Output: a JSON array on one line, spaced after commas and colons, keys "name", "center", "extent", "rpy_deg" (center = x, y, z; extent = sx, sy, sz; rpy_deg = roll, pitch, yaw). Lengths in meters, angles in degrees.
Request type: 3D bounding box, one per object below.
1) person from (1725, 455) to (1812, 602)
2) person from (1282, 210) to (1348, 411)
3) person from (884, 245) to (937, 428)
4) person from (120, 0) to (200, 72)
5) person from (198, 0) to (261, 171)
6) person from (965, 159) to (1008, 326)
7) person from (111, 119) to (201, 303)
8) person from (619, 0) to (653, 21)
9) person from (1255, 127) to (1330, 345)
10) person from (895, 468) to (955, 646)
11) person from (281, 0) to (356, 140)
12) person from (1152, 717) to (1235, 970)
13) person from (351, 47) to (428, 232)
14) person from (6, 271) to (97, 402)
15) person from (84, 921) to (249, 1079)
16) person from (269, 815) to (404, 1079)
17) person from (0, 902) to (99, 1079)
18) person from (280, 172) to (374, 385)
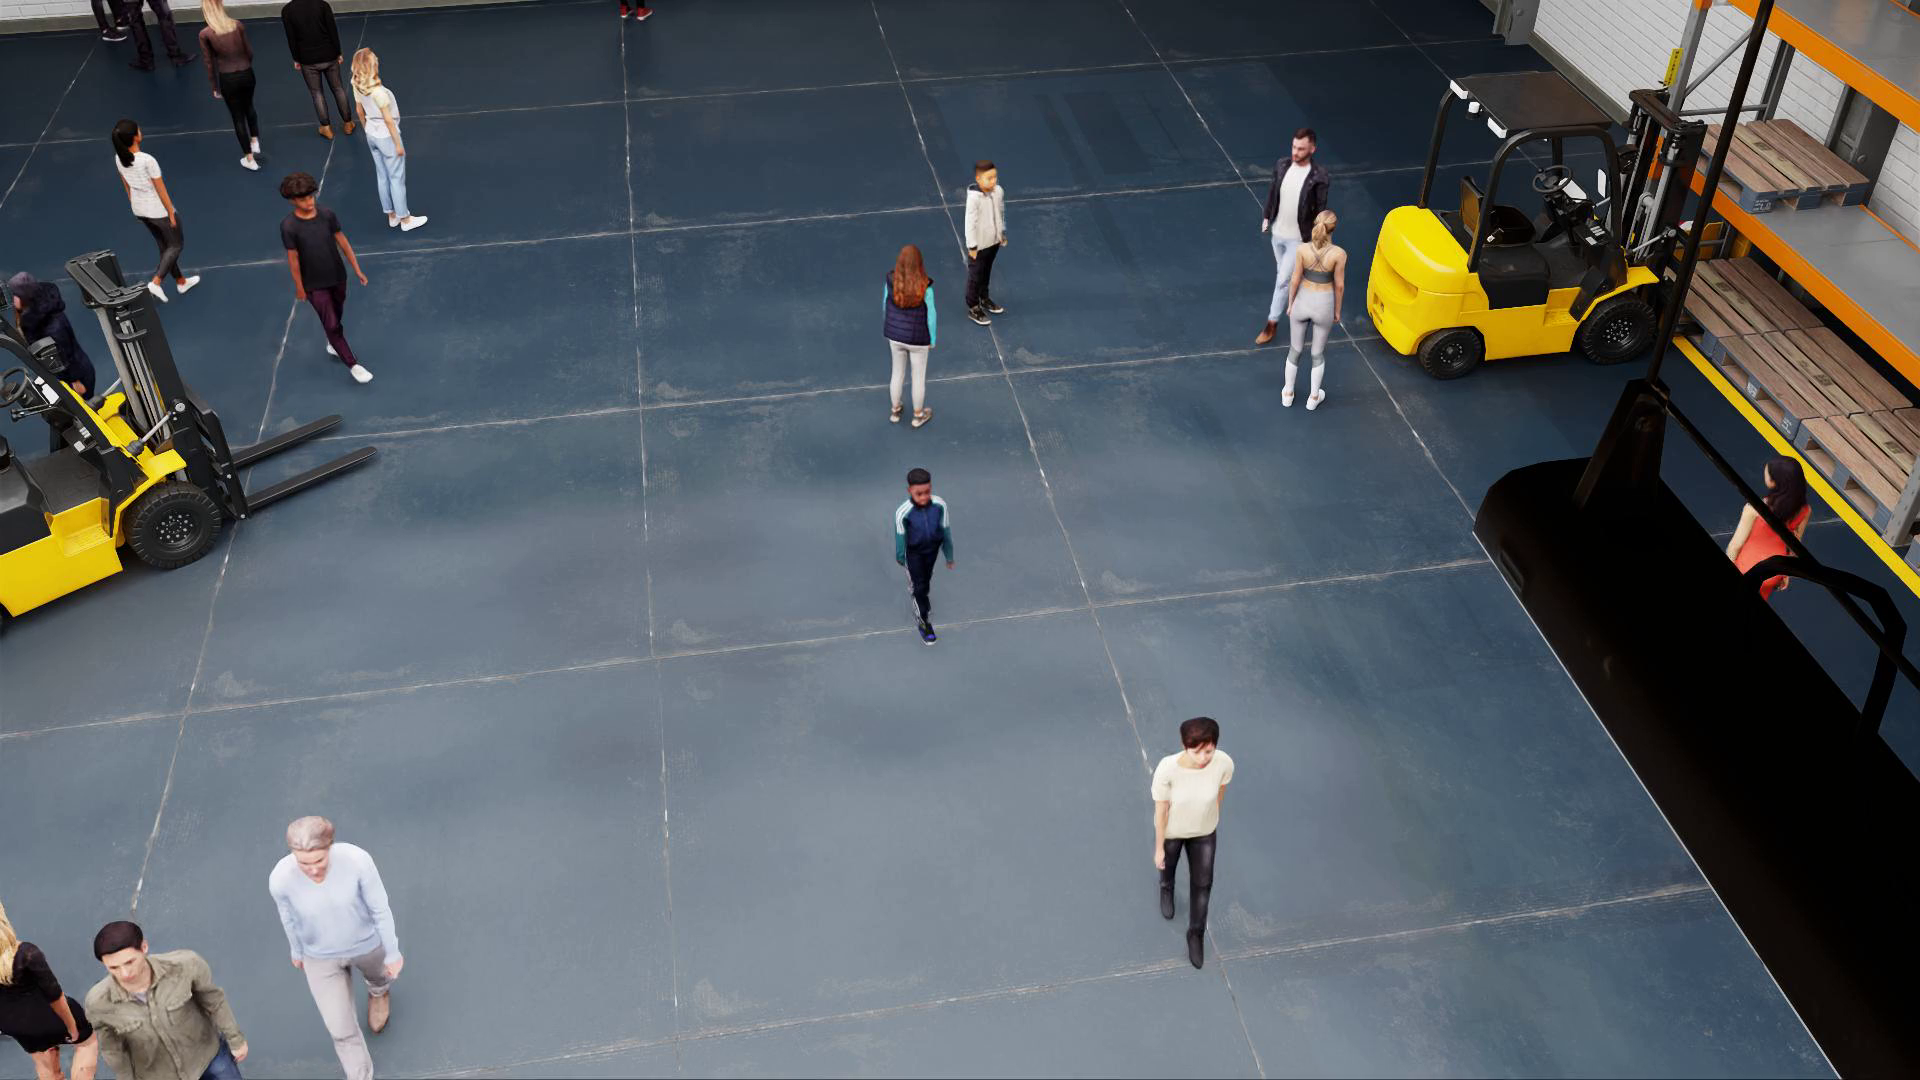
[{"name": "person", "center": [4.952, 0.248, 10.350], "extent": [0.698, 1.707, 0.711], "rpy_deg": [2, 39, 2]}, {"name": "person", "center": [2.739, -1.785, 12.899], "extent": [0.659, 1.703, 0.679], "rpy_deg": [12, 40, 14]}, {"name": "person", "center": [-0.394, -1.570, 12.797], "extent": [0.680, 1.494, 0.718], "rpy_deg": [14, 41, 17]}, {"name": "person", "center": [-8.995, -6.055, 18.100], "extent": [0.935, 1.885, 0.677], "rpy_deg": [-25, 45, -28]}, {"name": "person", "center": [-7.044, -4.482, 16.304], "extent": [0.844, 1.667, 0.791], "rpy_deg": [28, 47, 31]}, {"name": "person", "center": [0.186, -2.555, 14.064], "extent": [0.727, 1.452, 0.677], "rpy_deg": [25, 45, 28]}, {"name": "person", "center": [-6.922, -2.768, 14.187], "extent": [0.822, 1.632, 0.963], "rpy_deg": [12, 40, 15]}, {"name": "person", "center": [-3.866, -6.913, 19.343], "extent": [0.672, 1.674, 0.672], "rpy_deg": [10, 40, 12]}, {"name": "person", "center": [2.793, -2.577, 13.809], "extent": [1.164, 1.805, 1.170], "rpy_deg": [29, 47, 31]}, {"name": "person", "center": [-0.265, 0.015, 11.024], "extent": [0.626, 1.230, 0.883], "rpy_deg": [-15, 41, -18]}, {"name": "person", "center": [-6.496, -4.914, 16.801], "extent": [0.701, 1.722, 0.642], "rpy_deg": [-17, 42, -20]}, {"name": "person", "center": [1.188, 1.489, 8.909], "extent": [0.648, 1.566, 0.849], "rpy_deg": [-2, 39, -2]}, {"name": "person", "center": [-5.285, -3.663, 15.234], "extent": [0.699, 1.723, 0.765], "rpy_deg": [25, 45, 28]}, {"name": "person", "center": [-6.522, -1.264, 12.276], "extent": [0.862, 1.666, 0.772], "rpy_deg": [-29, 47, -31]}, {"name": "person", "center": [-3.578, 2.316, 7.645], "extent": [0.882, 1.852, 1.012], "rpy_deg": [-20, 43, -23]}, {"name": "person", "center": [-3.001, 1.927, 8.152], "extent": [0.825, 1.827, 1.313], "rpy_deg": [-12, 40, -14]}, {"name": "person", "center": [-4.368, 2.310, 7.799], "extent": [0.621, 1.668, 0.725], "rpy_deg": [1, 39, 1]}, {"name": "person", "center": [-5.140, -2.144, 13.318], "extent": [1.145, 1.740, 1.055], "rpy_deg": [26, 45, 29]}]
